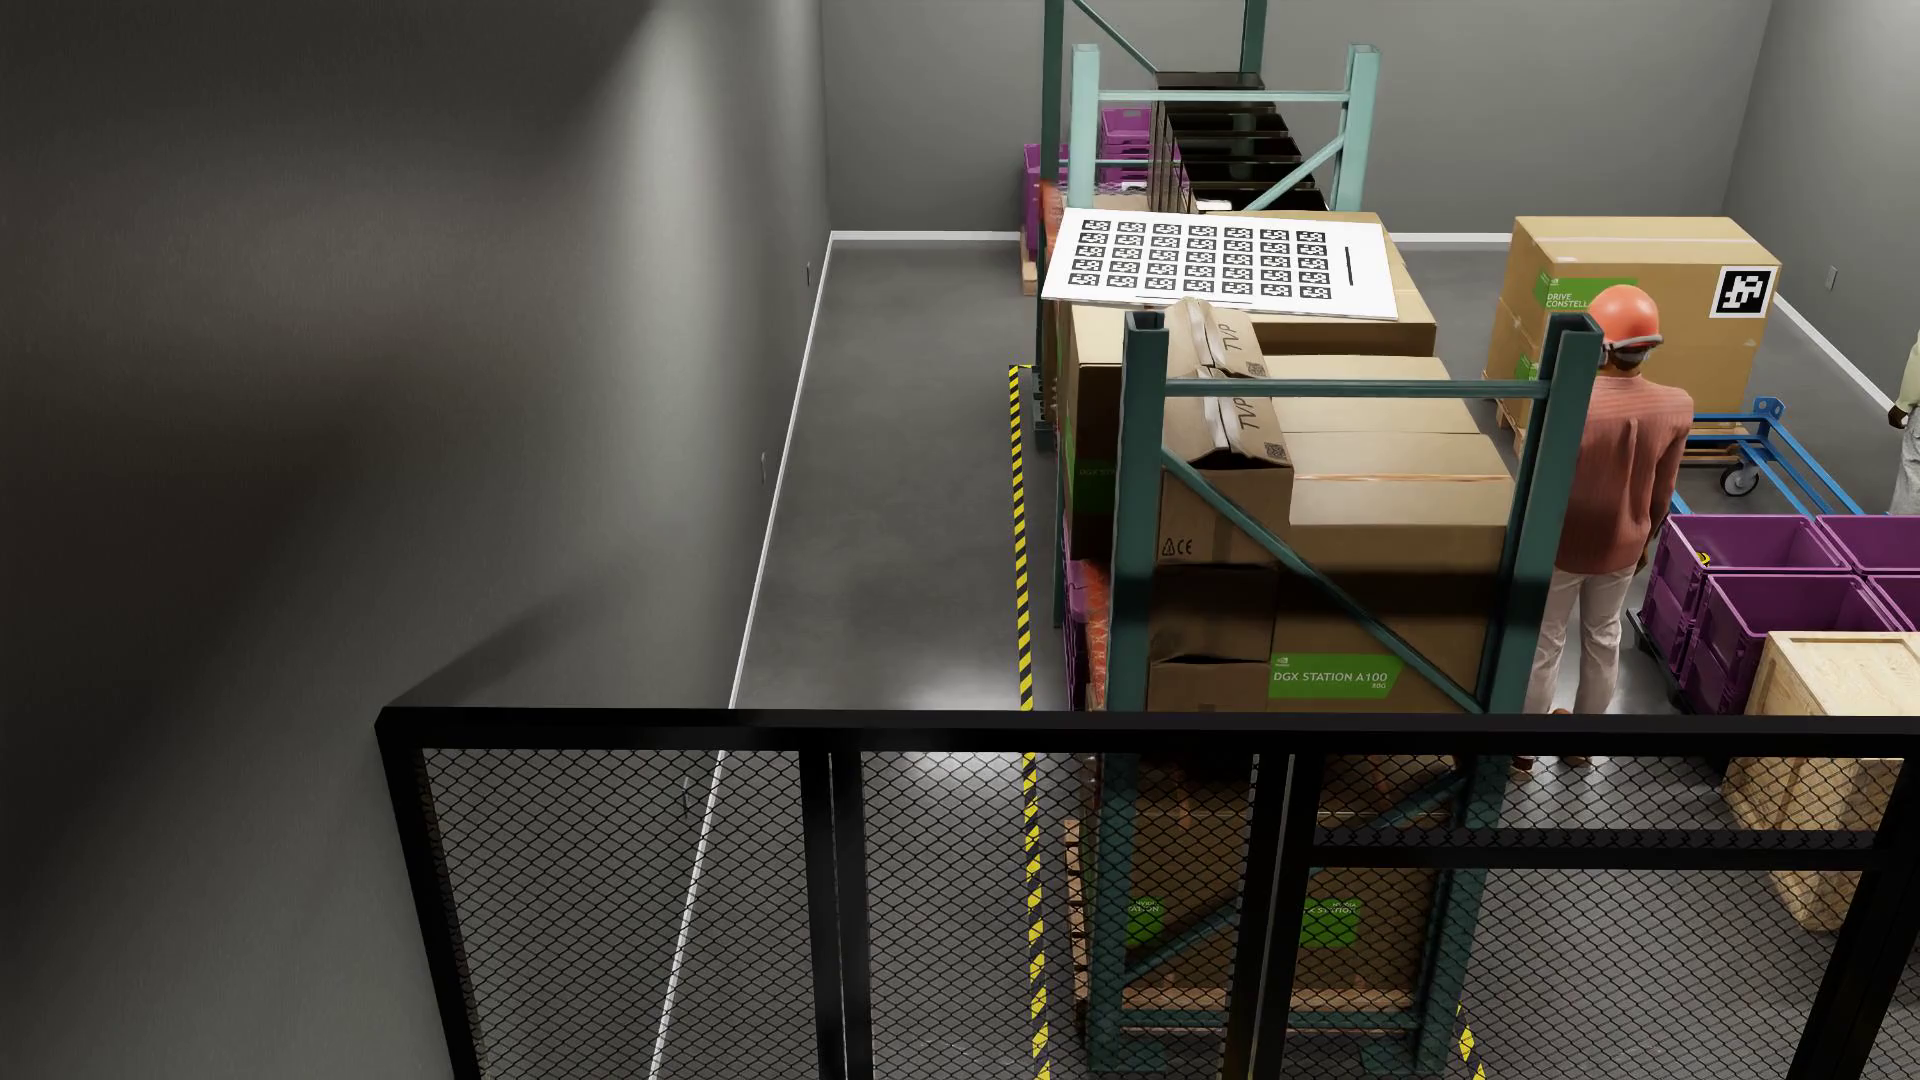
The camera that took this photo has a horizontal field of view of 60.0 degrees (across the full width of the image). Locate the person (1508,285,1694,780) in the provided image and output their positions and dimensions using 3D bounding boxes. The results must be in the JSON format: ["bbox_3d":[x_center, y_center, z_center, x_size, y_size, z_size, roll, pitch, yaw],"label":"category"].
[{"bbox_3d":[2.298,0.005,6.153,0.611,1.994,0.386,-7,32,-11],"label":"person"}]

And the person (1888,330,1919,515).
[{"bbox_3d":[4.451,-0.643,7.384,0.589,1.833,0.404,2,31,3],"label":"person"}]
